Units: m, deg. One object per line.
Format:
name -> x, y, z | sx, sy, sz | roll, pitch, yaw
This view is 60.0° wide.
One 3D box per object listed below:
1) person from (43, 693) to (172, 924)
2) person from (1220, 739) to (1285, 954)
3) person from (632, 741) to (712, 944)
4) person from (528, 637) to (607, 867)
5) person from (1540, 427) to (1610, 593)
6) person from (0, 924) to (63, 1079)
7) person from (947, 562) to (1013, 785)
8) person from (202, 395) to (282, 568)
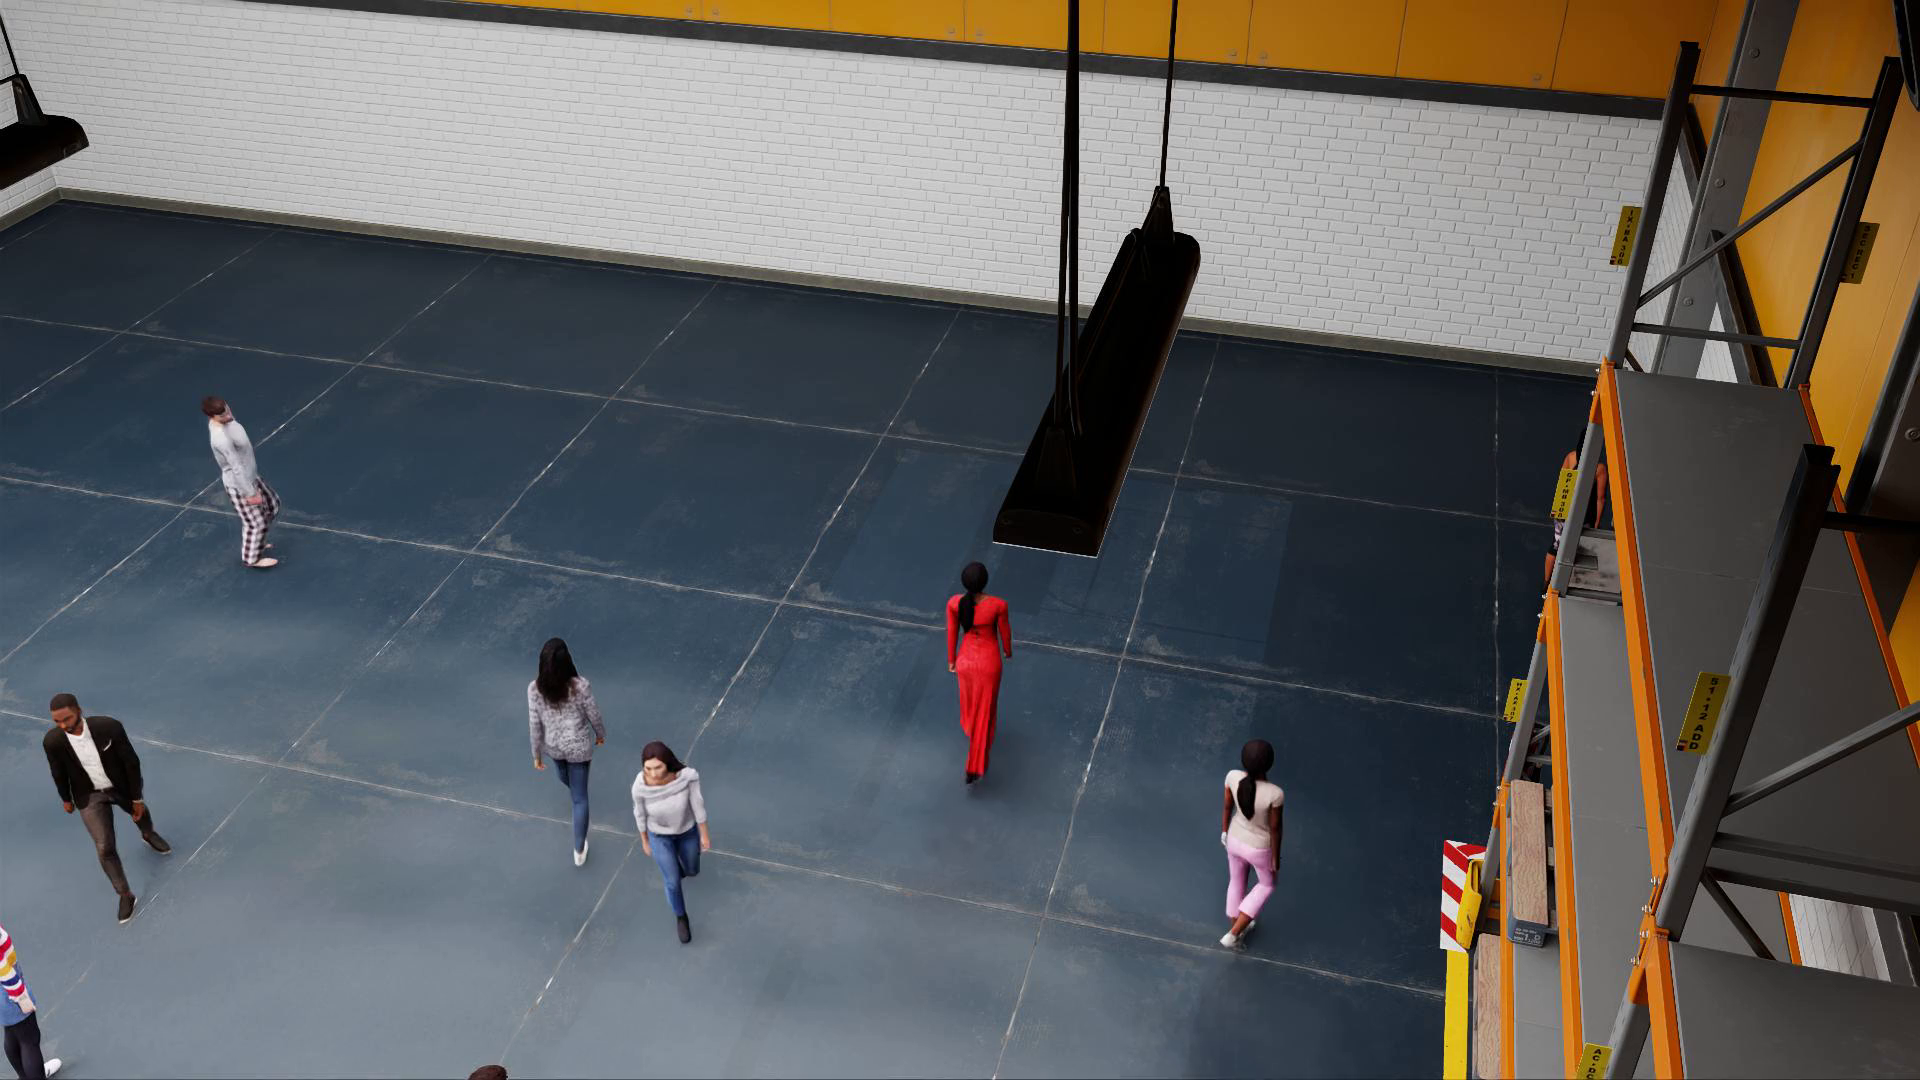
person -> -5.723, 1.652, 11.196 | 1.121, 1.739, 1.194 | -19, 38, -26
person -> 1.823, 2.011, 10.659 | 0.748, 1.735, 0.841 | 24, 41, 32
person -> -1.896, 1.895, 10.947 | 0.874, 1.610, 1.002 | -9, 35, -13
person -> -2.714, 1.494, 11.487 | 0.890, 1.680, 1.242 | -2, 34, -3
person -> 5.235, -0.251, 14.128 | 0.687, 1.663, 0.660 | -24, 41, -32
person -> -5.600, 2.605, 9.700 | 0.716, 1.808, 0.660 | 24, 40, 31
person -> 0.125, 0.987, 12.194 | 0.610, 1.742, 1.112 | 9, 35, 13
person -> -6.226, -0.511, 14.391 | 0.906, 1.804, 0.782 | -16, 37, -22
